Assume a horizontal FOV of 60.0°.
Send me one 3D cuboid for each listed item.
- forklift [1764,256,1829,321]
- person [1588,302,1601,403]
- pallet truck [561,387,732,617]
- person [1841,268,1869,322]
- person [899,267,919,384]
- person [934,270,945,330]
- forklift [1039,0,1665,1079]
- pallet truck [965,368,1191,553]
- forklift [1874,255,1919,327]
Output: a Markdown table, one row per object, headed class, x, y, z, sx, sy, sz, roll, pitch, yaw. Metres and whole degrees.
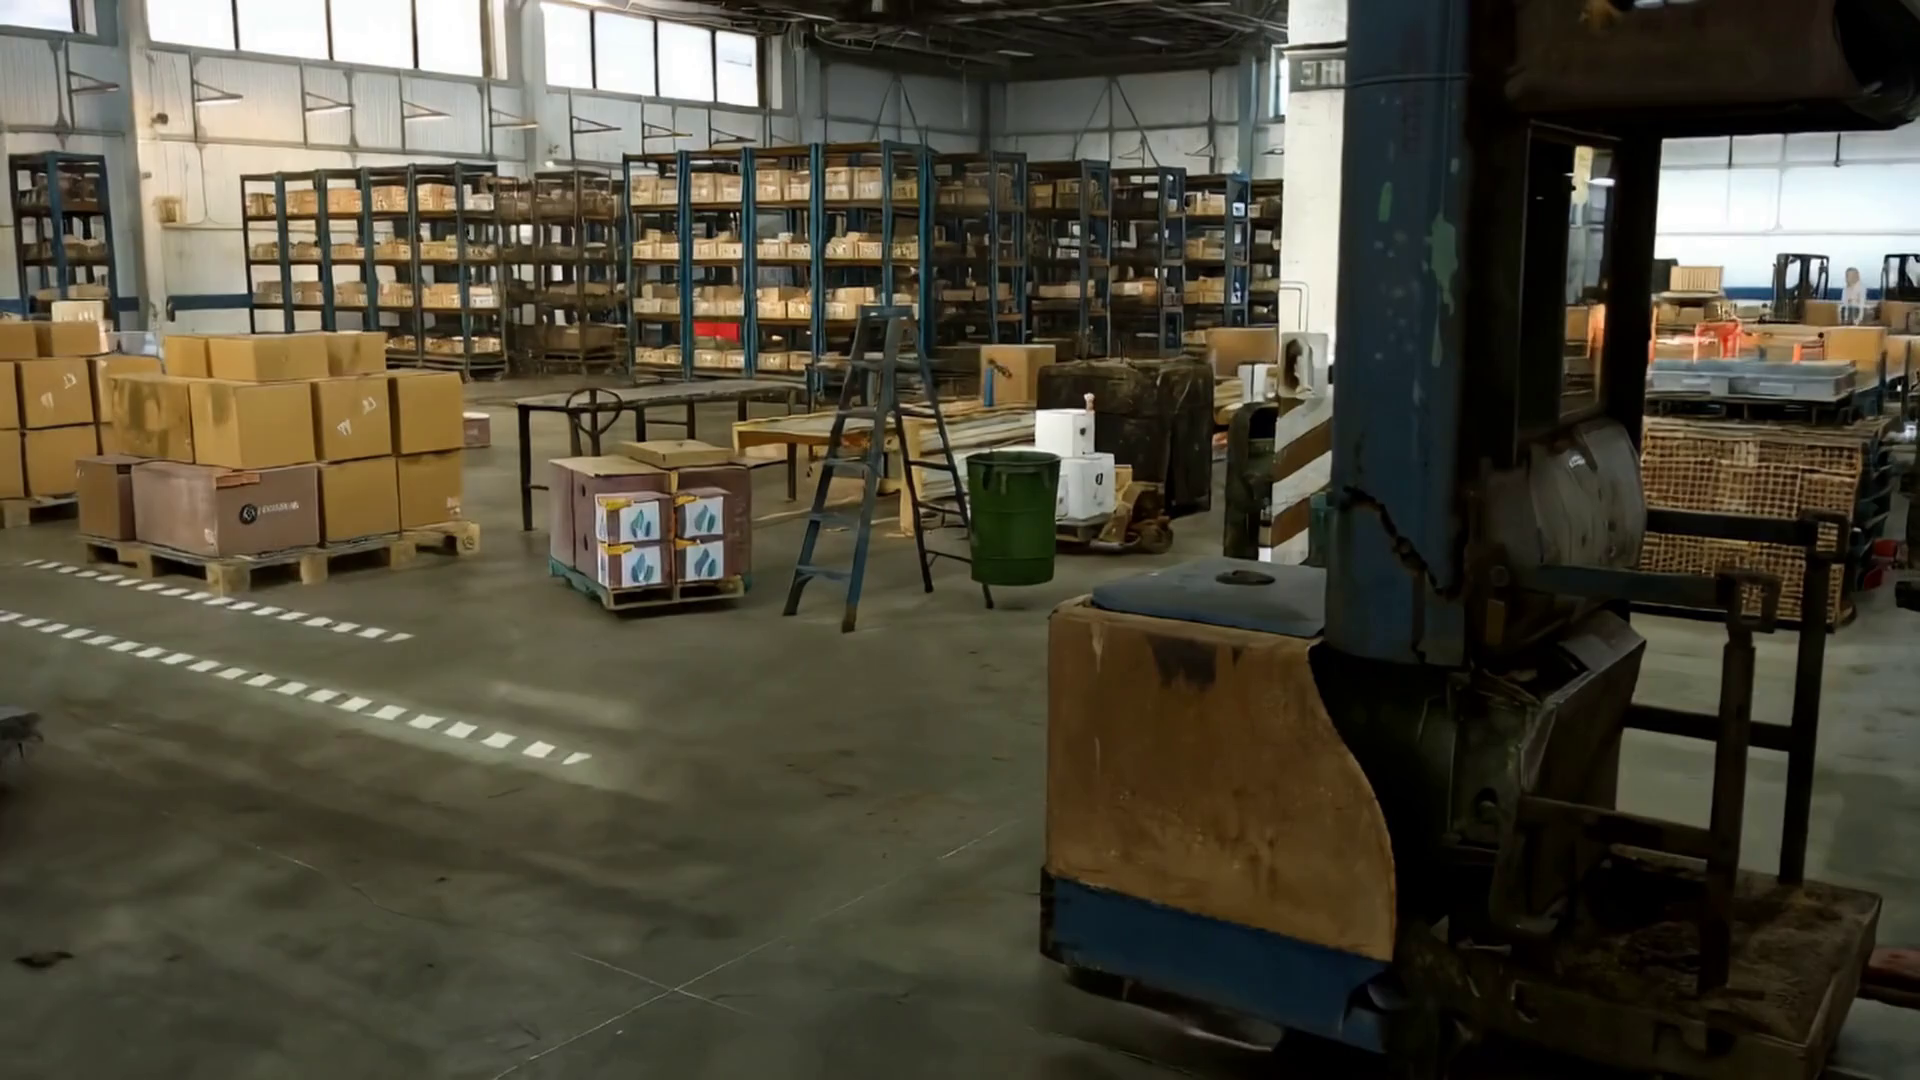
| class | x | y | z | sx | sy | sz | roll | pitch | yaw |
| --- | --- | --- | --- | --- | --- | --- | --- | --- | --- |
| forklift | 20.253 | -5.854 | 40.139 | 1.157 | 1.987 | 2.680 | 7 | 12 | 35 |
| person | 9.107 | -2.778 | 23.402 | 0.533 | 1.768 | 0.311 | 4 | 11 | 25 |
| pallet truck | -1.981 | -0.274 | 10.088 | 0.680 | 1.201 | 1.601 | -5 | 11 | -28 |
| person | 17.333 | -4.318 | 32.266 | 0.545 | 1.878 | 0.858 | 0 | 10 | 0 |
| person | -0.826 | -3.524 | 27.332 | 0.439 | 1.935 | 0.644 | 5 | 11 | 27 |
| person | -0.333 | -5.067 | 36.869 | 0.532 | 1.813 | 0.617 | -4 | 10 | -23 |
| forklift | 1.249 | -0.137 | 4.360 | 1.873 | 2.768 | 1.129 | 7 | 12 | 35 |
| pallet truck | 0.845 | -0.609 | 11.869 | 1.630 | 1.274 | 0.653 | 7 | 12 | 35 |
| forklift | 22.089 | -5.634 | 38.796 | 1.157 | 1.987 | 2.680 | 6 | 11 | 33 |
